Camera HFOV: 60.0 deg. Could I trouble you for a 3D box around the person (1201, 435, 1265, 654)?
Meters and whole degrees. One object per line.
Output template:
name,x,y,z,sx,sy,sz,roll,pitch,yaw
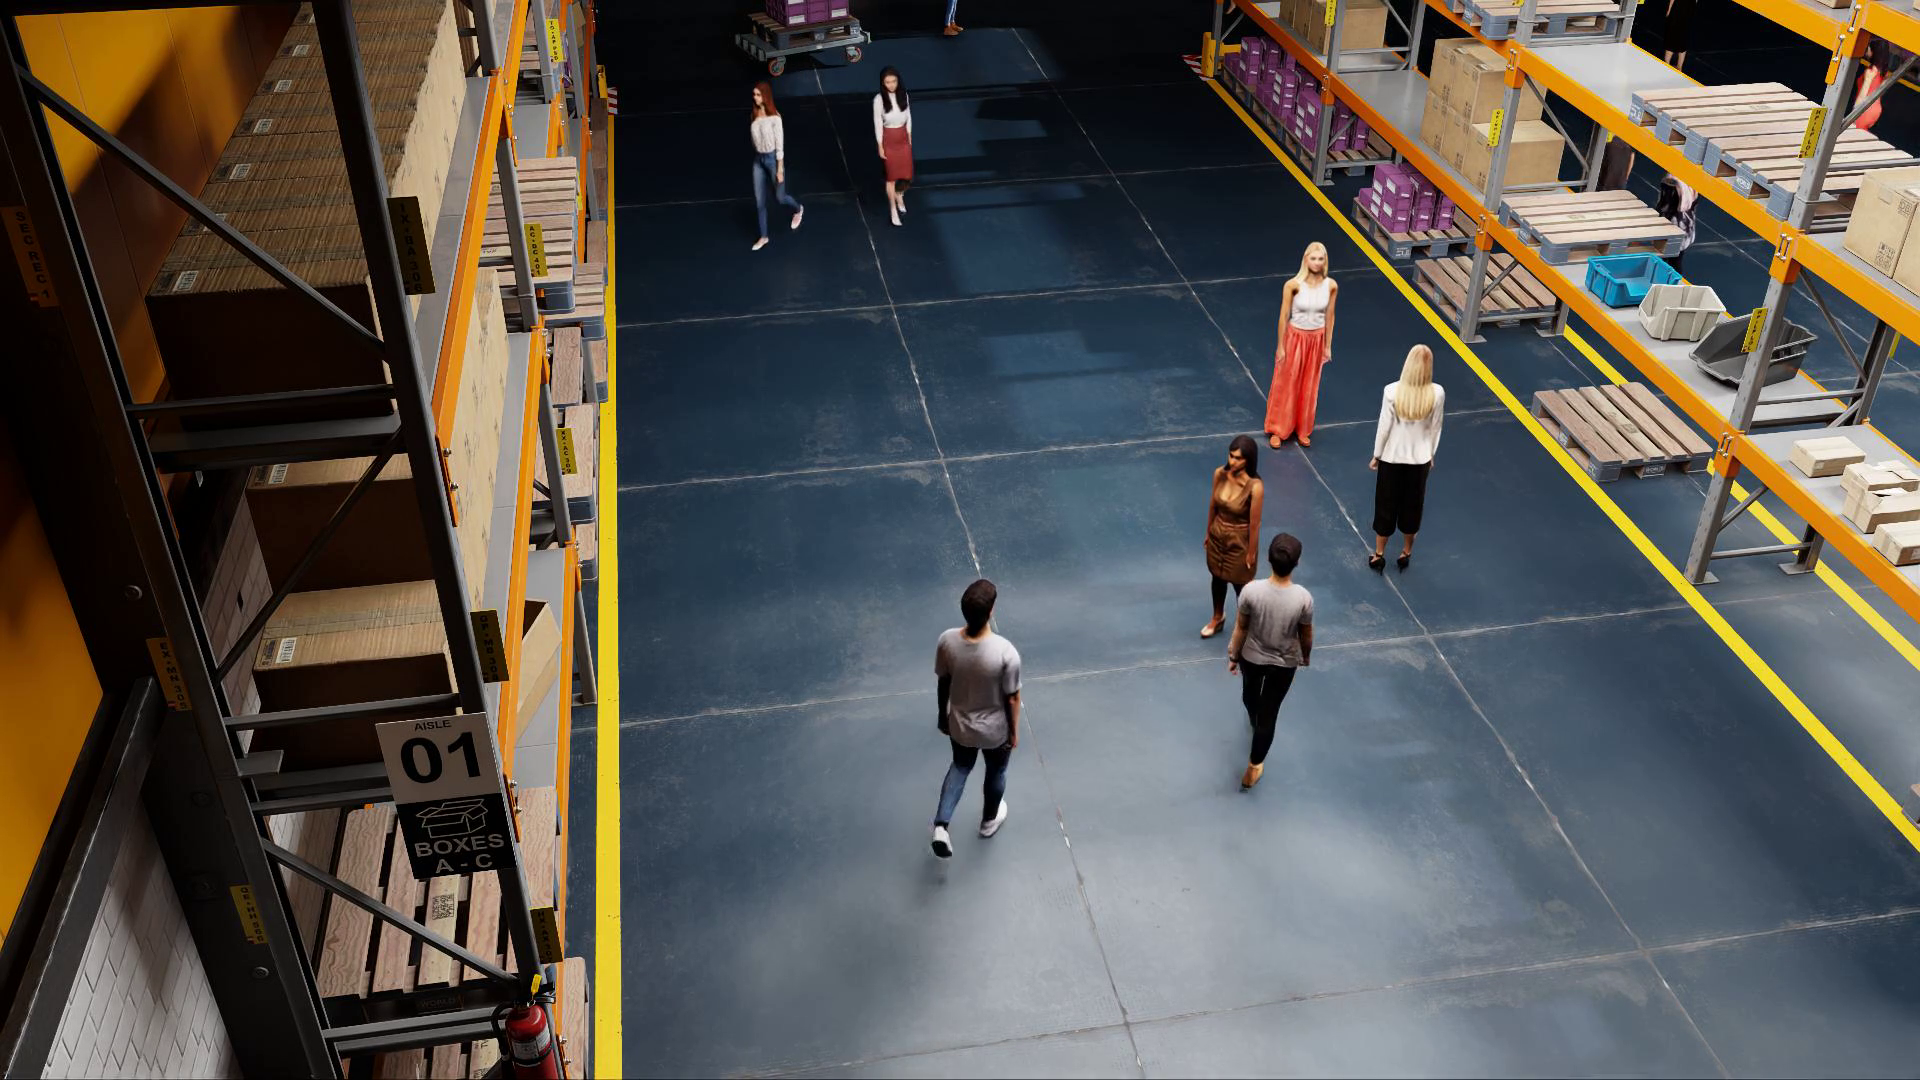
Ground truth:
person,1.853,0.024,11.293,0.700,1.683,0.608,-28,42,-35

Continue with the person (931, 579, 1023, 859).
person,0.078,1.069,9.549,0.988,1.873,1.113,14,36,20

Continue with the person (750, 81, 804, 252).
person,-1.910,-3.884,17.149,0.958,1.709,1.056,18,38,25

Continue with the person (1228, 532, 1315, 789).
person,1.870,0.776,10.166,0.961,1.677,1.162,11,35,16

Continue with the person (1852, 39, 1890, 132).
person,10.015,-4.627,18.271,0.785,1.705,0.730,26,42,33

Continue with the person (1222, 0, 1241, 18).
person,3.948,-8.462,24.008,0.745,1.740,0.659,13,36,18

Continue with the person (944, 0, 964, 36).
person,-0.112,-7.757,23.393,0.622,1.248,0.534,12,36,18

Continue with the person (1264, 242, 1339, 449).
person,2.812,-1.604,13.635,0.645,1.802,0.613,-2,34,-4

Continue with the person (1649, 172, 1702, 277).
person,6.828,-3.003,15.891,0.677,1.634,0.669,-12,35,-17

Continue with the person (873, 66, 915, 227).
person,-0.746,-4.161,17.540,0.691,1.738,0.722,-17,37,-24

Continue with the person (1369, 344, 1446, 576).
person,3.210,-0.565,12.022,0.662,1.858,0.599,2,34,3

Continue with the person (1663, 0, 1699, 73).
person,9.507,-6.970,21.869,0.571,1.623,0.577,-9,35,-13
